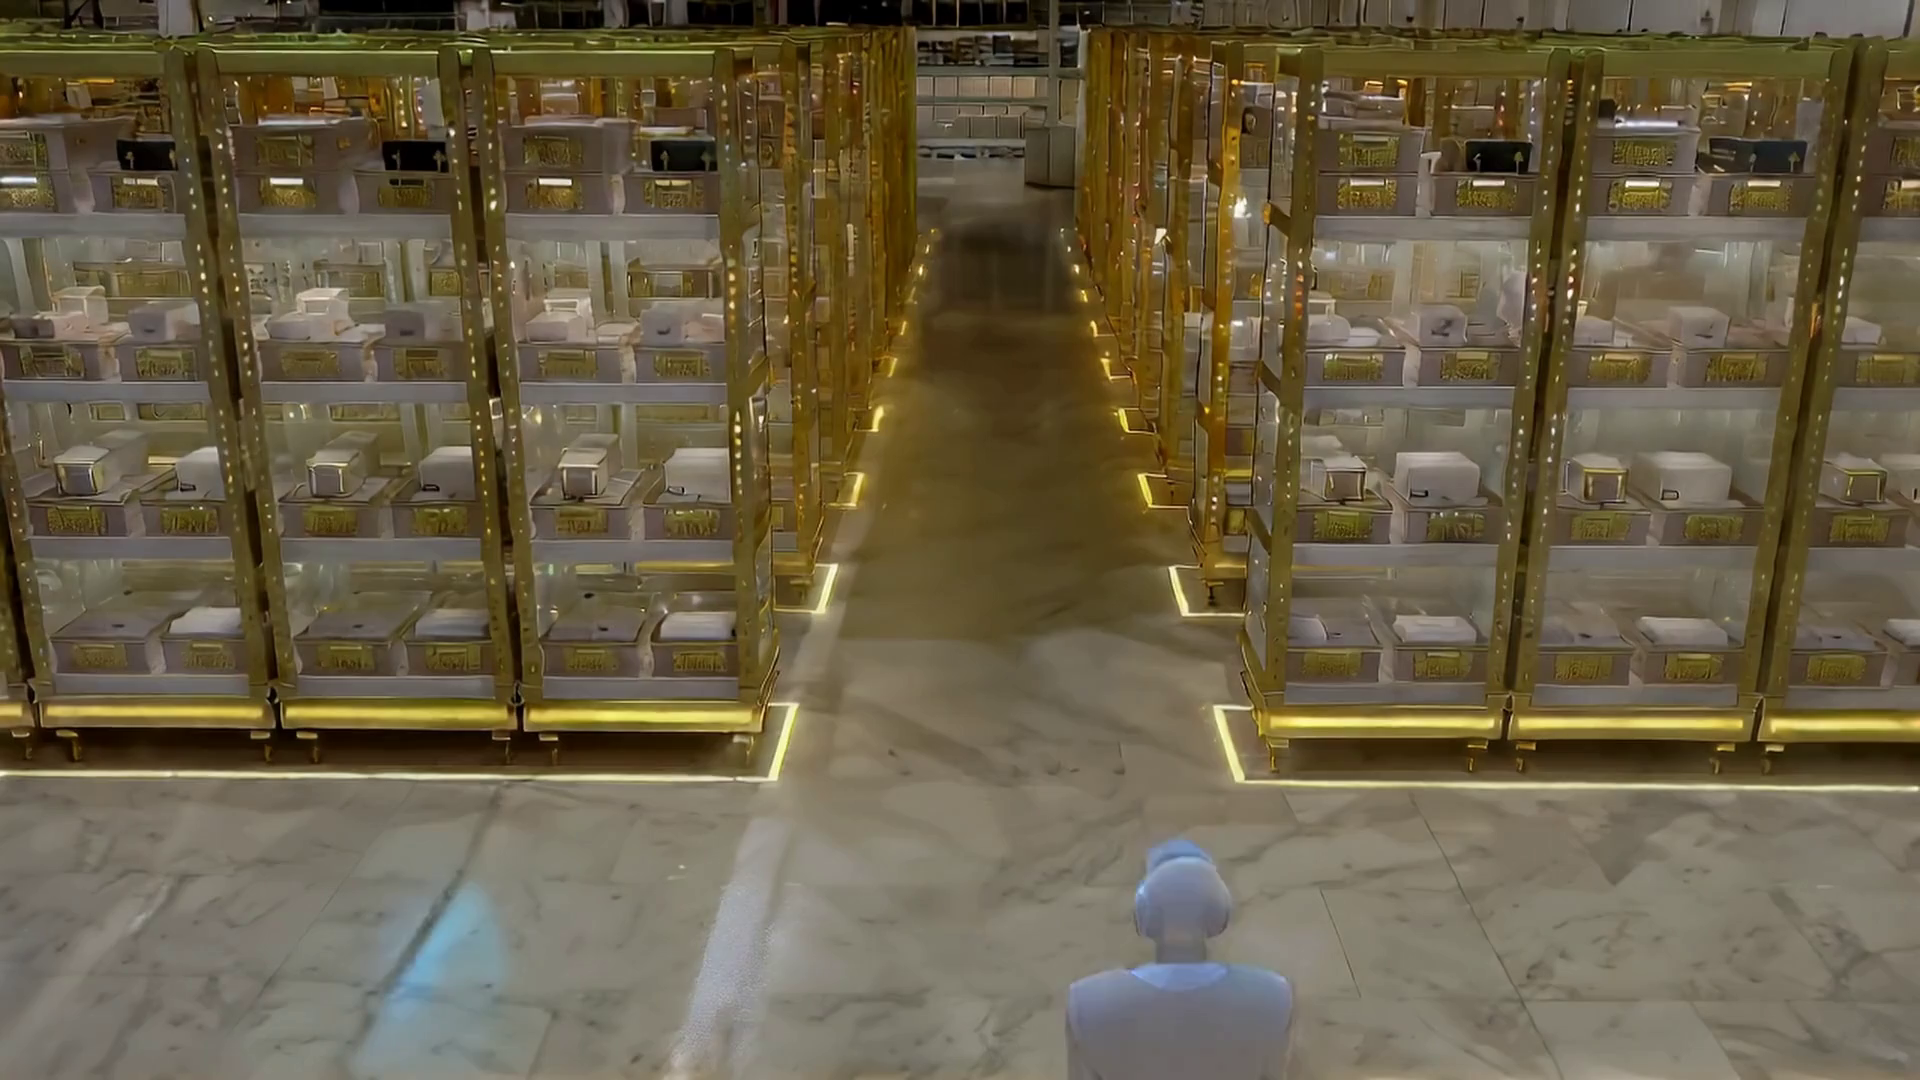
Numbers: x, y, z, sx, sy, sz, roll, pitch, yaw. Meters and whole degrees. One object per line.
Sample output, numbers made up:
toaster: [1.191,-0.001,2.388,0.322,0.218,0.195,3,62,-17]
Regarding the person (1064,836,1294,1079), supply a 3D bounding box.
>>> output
person: [0.534,1.641,4.157,0.564,1.825,0.664,-1,17,-2]
